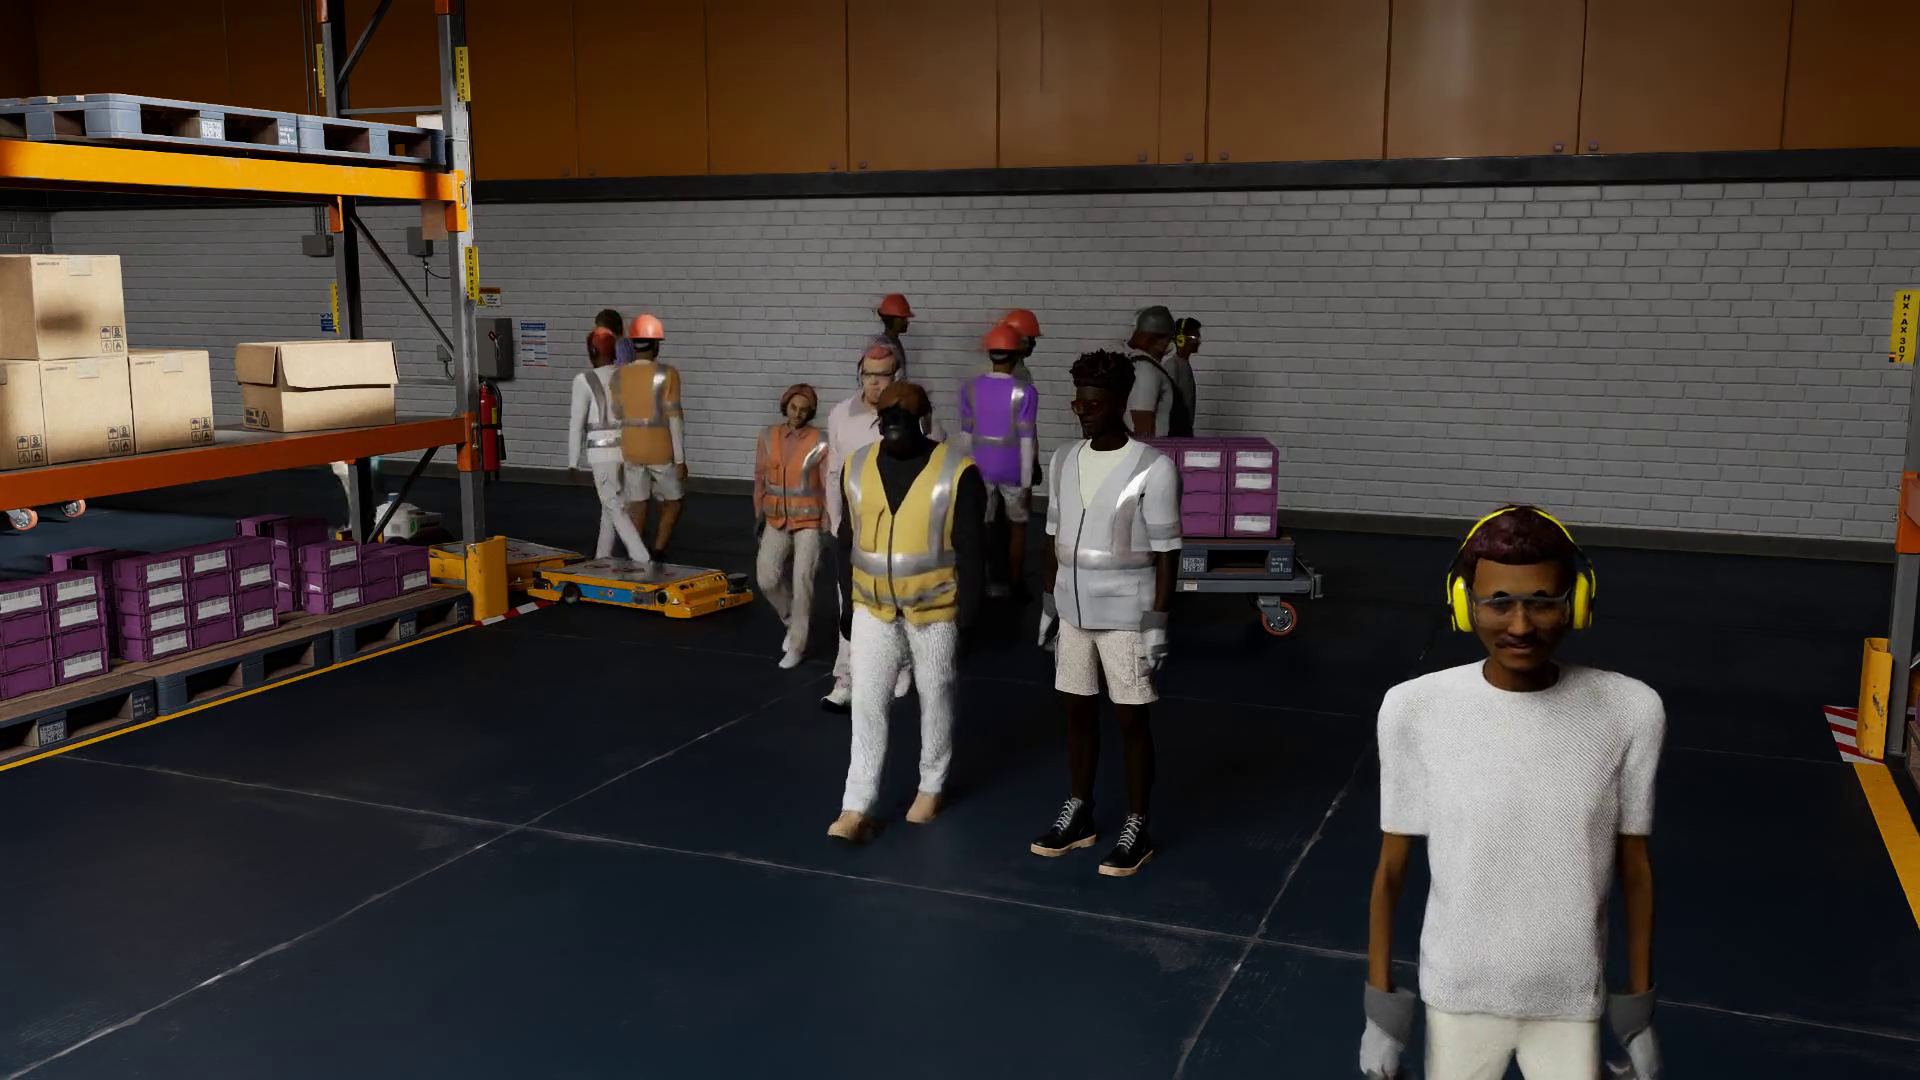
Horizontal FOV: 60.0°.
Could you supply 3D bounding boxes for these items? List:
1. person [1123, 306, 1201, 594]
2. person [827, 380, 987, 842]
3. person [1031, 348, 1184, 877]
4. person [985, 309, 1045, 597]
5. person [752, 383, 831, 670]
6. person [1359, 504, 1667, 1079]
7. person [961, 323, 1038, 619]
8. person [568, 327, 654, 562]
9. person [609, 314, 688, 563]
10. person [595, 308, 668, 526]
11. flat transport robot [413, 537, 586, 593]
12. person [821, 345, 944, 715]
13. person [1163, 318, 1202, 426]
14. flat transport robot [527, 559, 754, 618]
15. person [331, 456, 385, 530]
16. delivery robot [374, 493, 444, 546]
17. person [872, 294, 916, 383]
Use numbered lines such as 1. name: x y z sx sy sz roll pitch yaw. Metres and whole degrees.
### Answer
1. person: 1.212 -0.638 11.508 0.877 2.000 0.688 0 9 -3
2. person: -0.243 0.296 6.528 0.654 1.811 0.848 3 10 16
3. person: 0.540 0.266 6.252 0.613 1.965 0.361 9 13 42
4. person: 0.366 -0.587 11.406 0.448 1.973 0.597 -3 10 -16
5. person: -0.925 -0.079 9.367 0.544 1.616 0.389 4 10 23
6. person: 1.004 0.858 3.014 0.528 1.858 0.346 2 10 10
7. person: 0.229 -0.448 10.786 0.552 1.909 0.896 4 10 23
8. person: -2.410 -0.570 11.711 0.964 1.850 0.610 8 13 42
9. person: -2.158 -0.603 11.623 0.591 1.928 0.434 3 10 19
10. person: -2.818 -1.044 14.380 0.630 1.904 0.688 -1 9 -8
11. flat transport robot: -3.340 0.160 12.025 1.431 0.197 0.652 9 13 44
12. person: -0.414 -0.044 8.438 0.672 1.856 0.971 2 10 14
13. person: 1.727 -0.805 13.053 0.310 1.864 0.533 3 10 18
14. flat transport robot: -2.151 0.303 11.155 1.431 0.197 0.652 6 11 30
15. person: -4.245 -0.466 11.703 0.344 1.628 0.546 -6 11 -34
16. delivery robot: -4.243 -0.112 12.531 0.707 0.478 0.477 5 11 30
17. person: -0.508 -1.130 14.564 0.794 2.013 0.635 2 10 14
